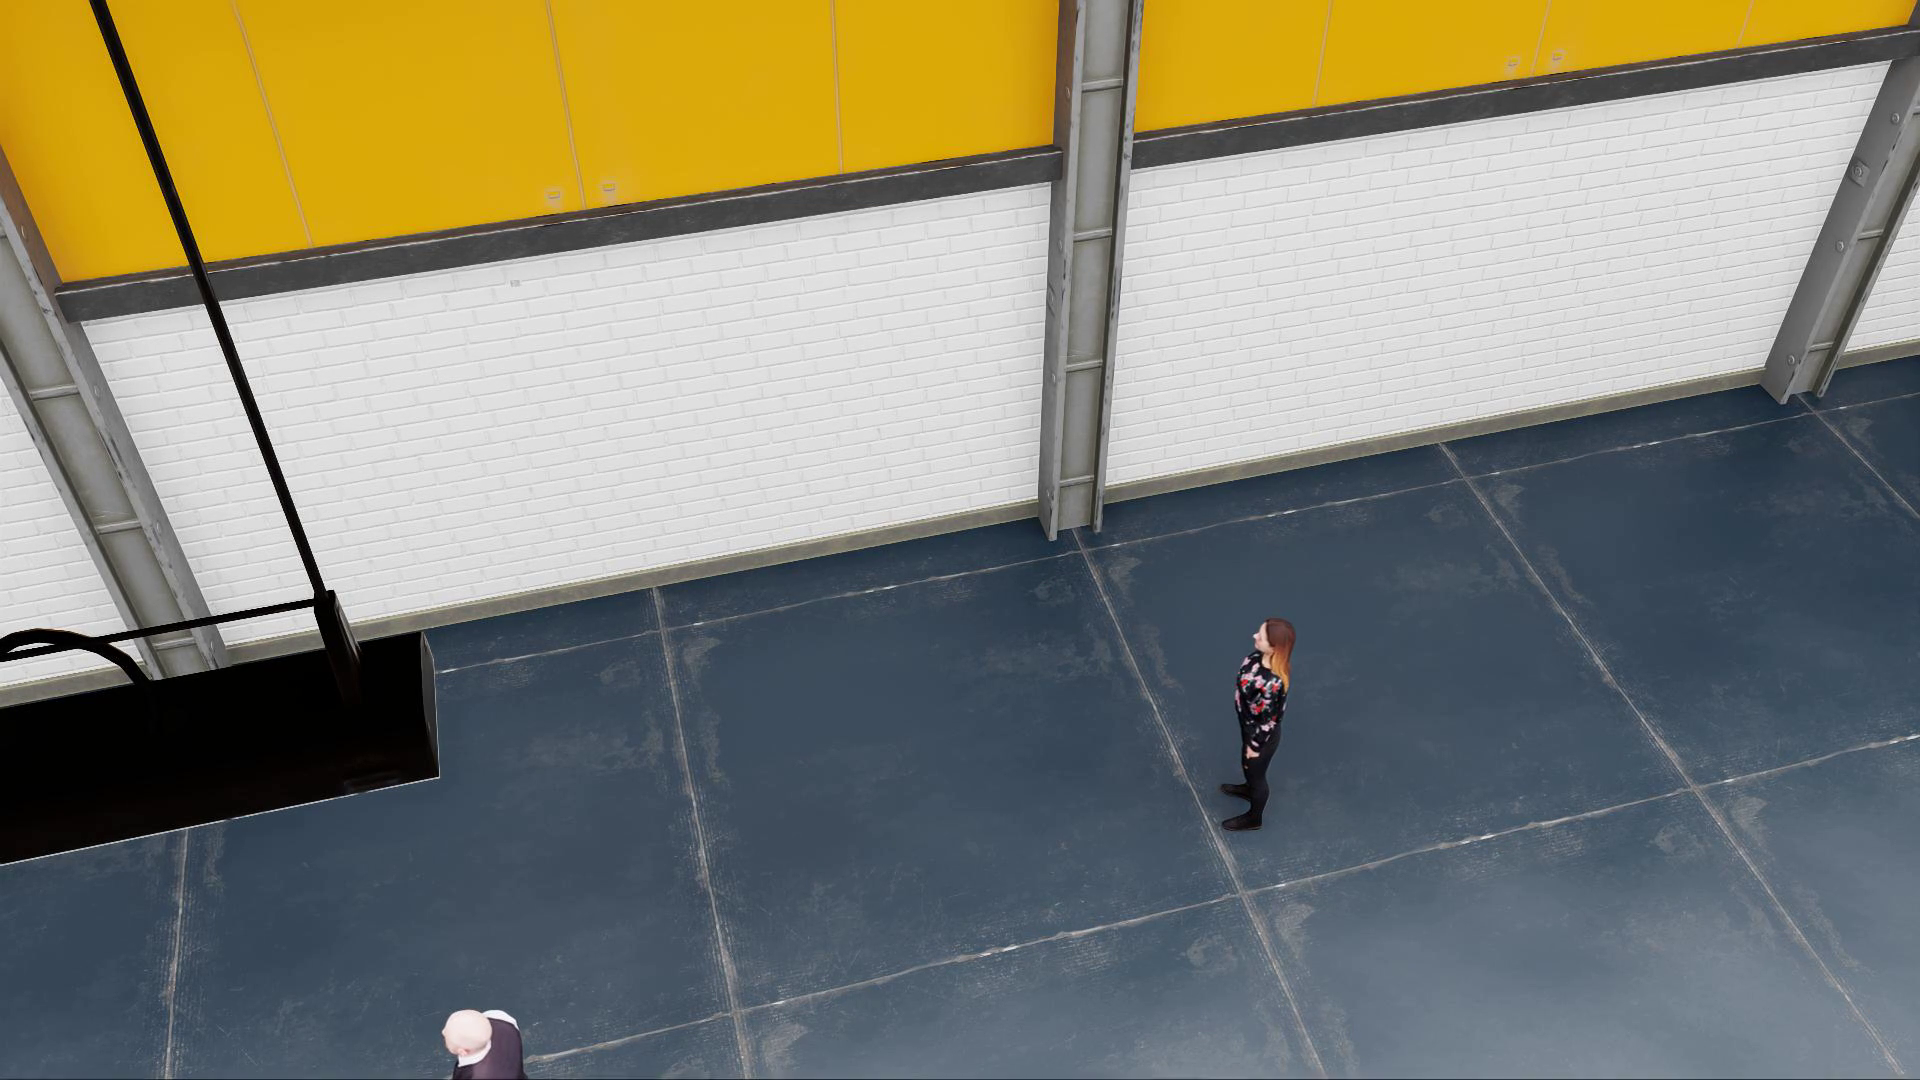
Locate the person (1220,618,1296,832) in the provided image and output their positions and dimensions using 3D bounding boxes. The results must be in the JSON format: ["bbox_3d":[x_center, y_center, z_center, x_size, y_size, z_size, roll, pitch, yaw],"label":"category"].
[{"bbox_3d":[1.733,1.057,9.589,0.624,1.683,0.646,5,44,5],"label":"person"}]

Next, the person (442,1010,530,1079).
[{"bbox_3d":[-2.126,2.709,7.753,0.669,1.823,0.743,-1,44,-1],"label":"person"}]
